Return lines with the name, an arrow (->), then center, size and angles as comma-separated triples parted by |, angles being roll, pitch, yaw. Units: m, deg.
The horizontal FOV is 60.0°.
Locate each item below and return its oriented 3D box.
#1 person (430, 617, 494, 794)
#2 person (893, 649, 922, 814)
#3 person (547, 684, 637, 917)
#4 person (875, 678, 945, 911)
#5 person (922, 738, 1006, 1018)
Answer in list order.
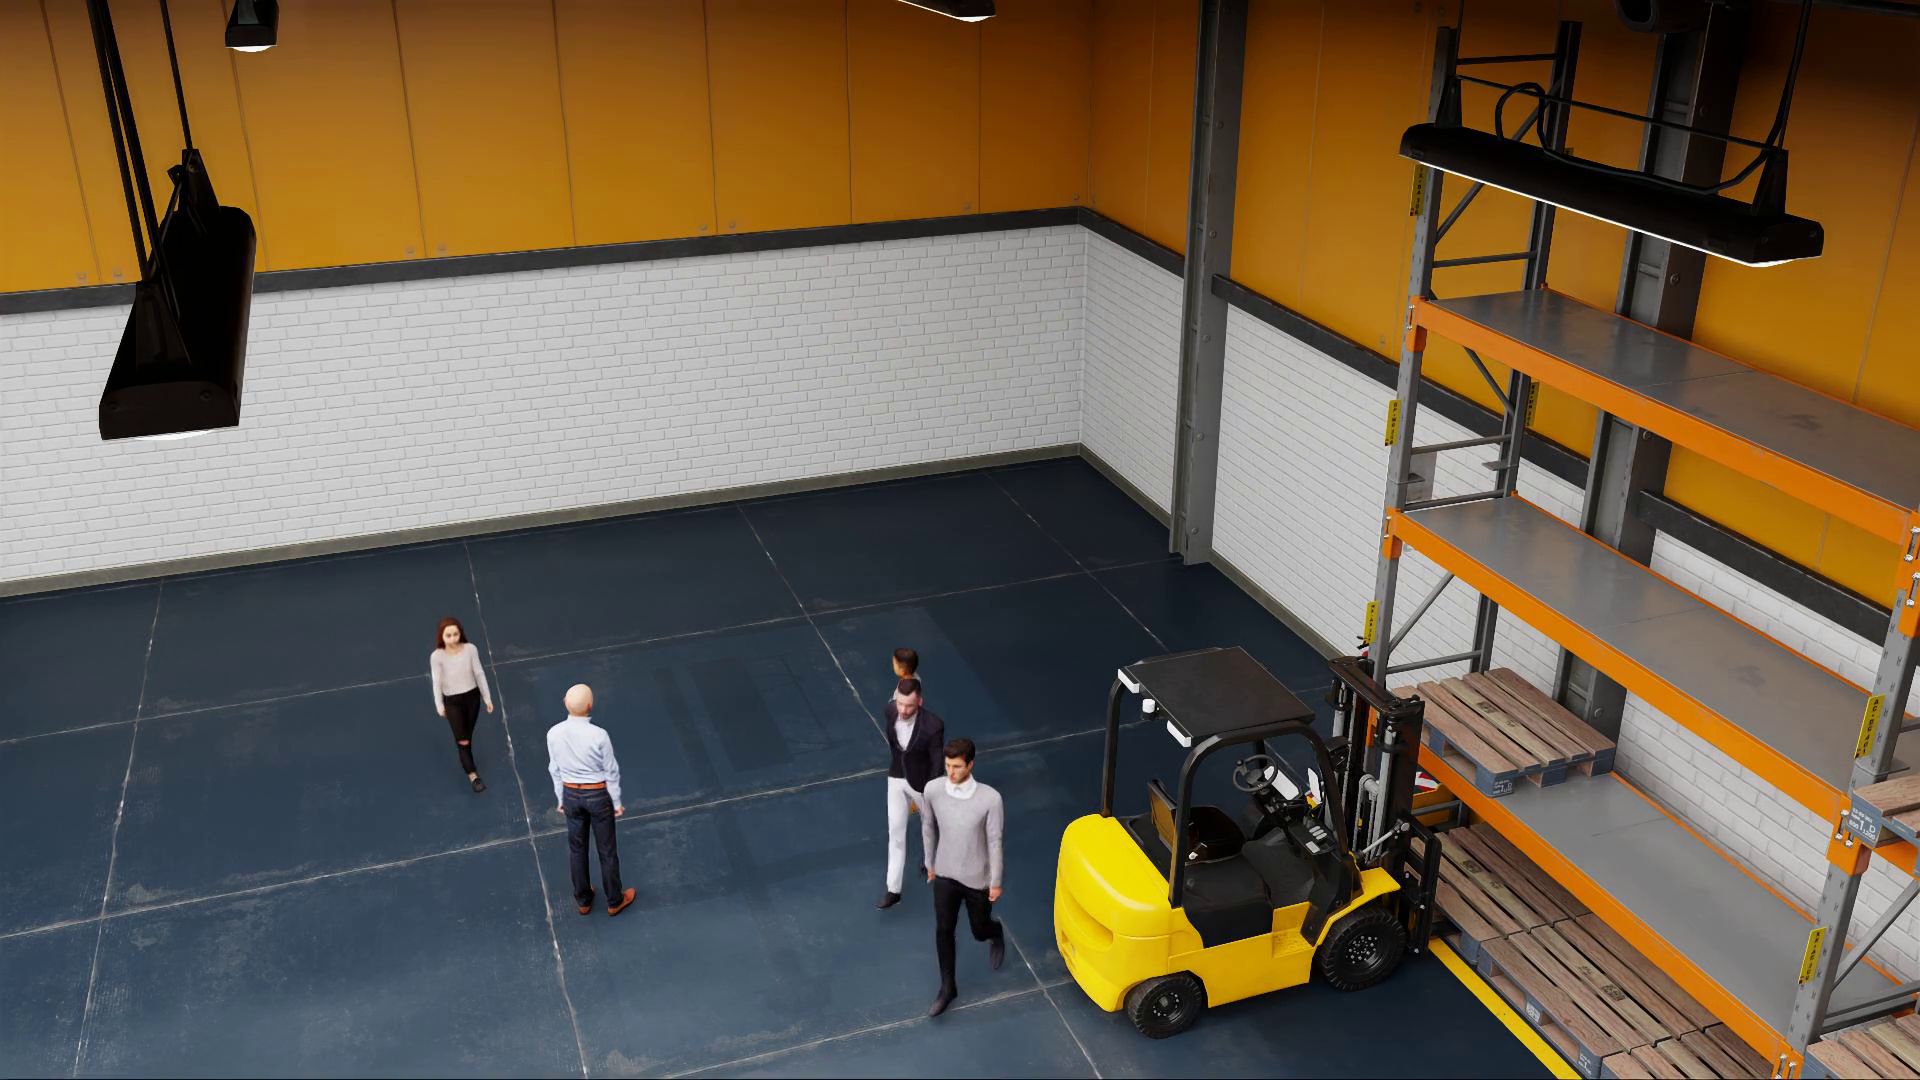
person -> -4.000, 1.262, 13.296 | 0.712, 1.445, 1.011 | -16, 28, -32
person -> -0.402, 1.431, 12.897 | 0.690, 1.455, 0.533 | -1, 24, -3
person -> -2.589, 1.815, 11.597 | 0.728, 1.791, 0.728 | 3, 24, 8
person -> -0.284, 1.699, 11.894 | 1.206, 1.767, 1.230 | 16, 28, 32
person -> 0.071, 2.107, 10.792 | 1.133, 1.901, 1.220 | 9, 25, 20
